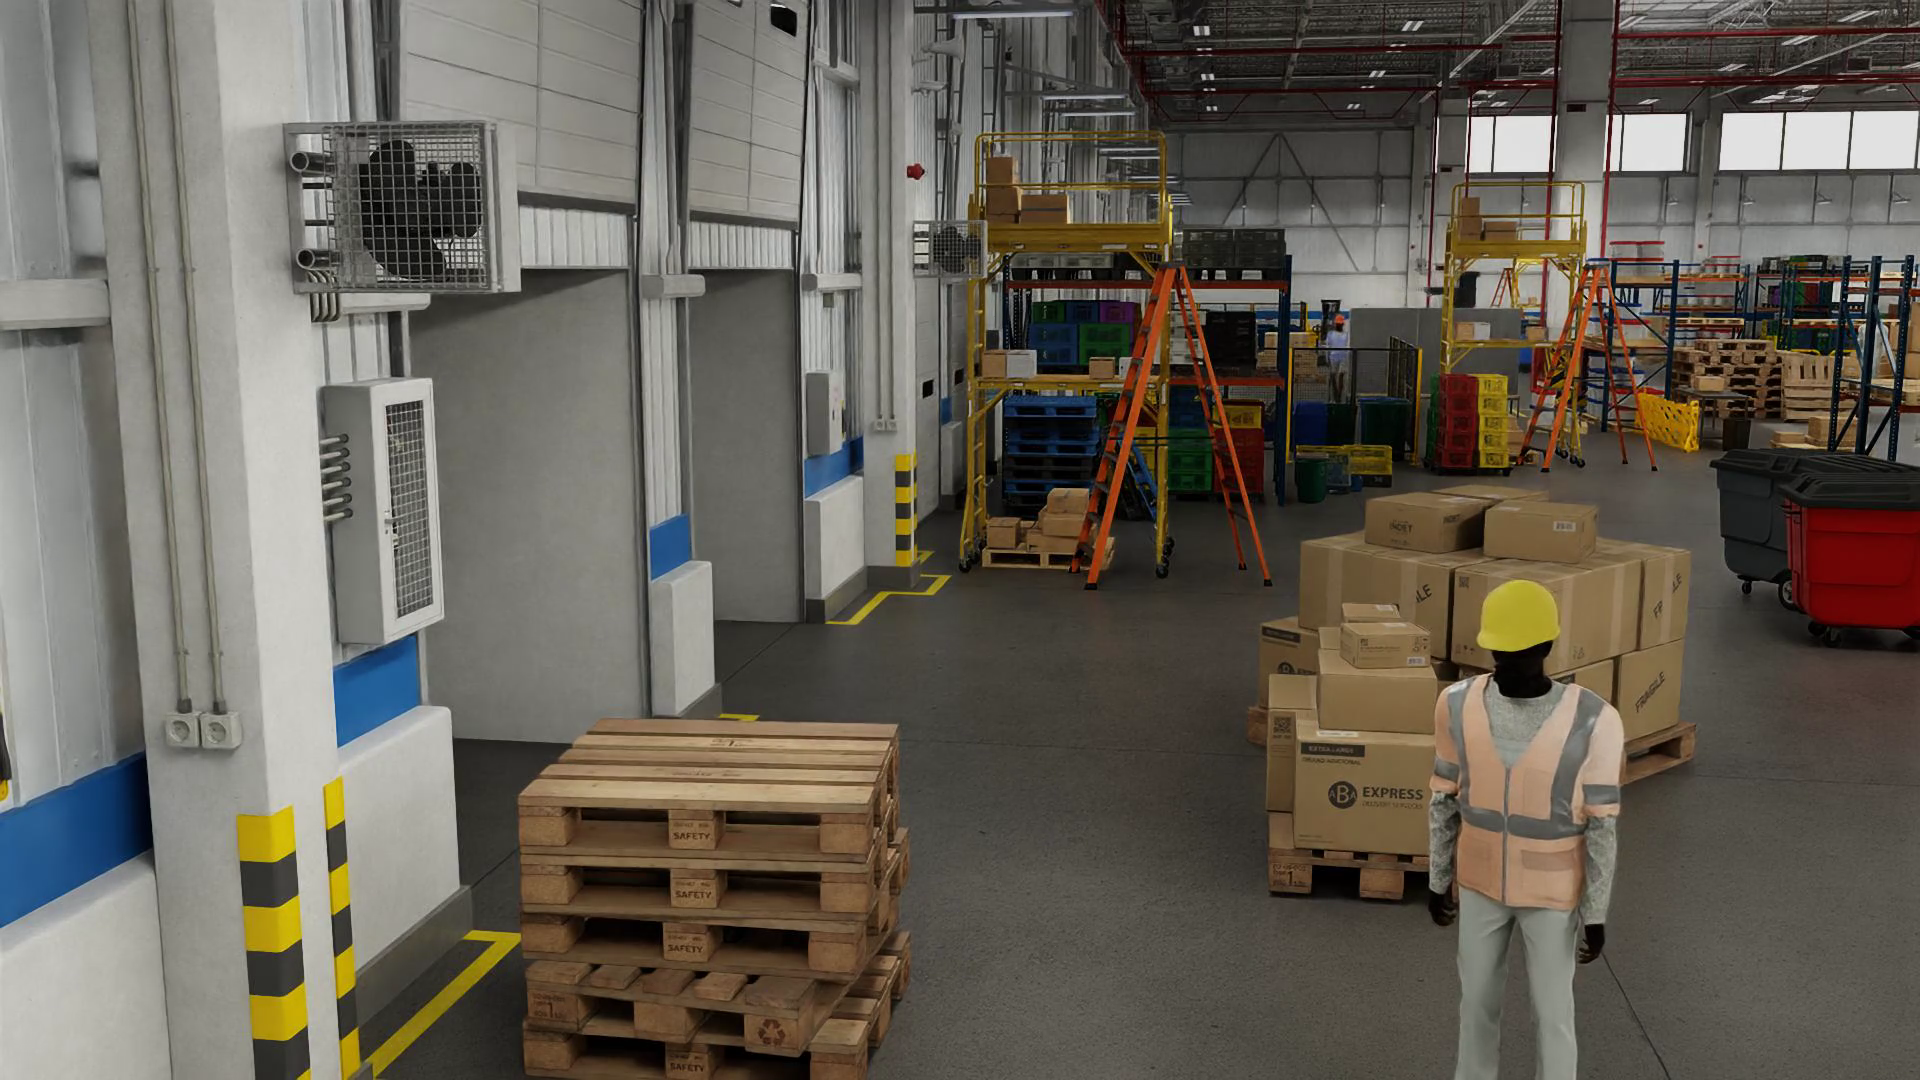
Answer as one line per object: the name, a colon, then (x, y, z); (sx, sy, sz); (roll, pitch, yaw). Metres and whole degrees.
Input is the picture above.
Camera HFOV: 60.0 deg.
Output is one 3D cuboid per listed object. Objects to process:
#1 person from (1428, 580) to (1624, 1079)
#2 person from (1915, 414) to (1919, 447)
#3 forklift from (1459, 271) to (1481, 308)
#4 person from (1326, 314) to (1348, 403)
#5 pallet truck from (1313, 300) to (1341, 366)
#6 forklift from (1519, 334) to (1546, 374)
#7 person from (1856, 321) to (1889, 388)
person: (1.723, 1.064, 5.173); (0.586, 1.918, 0.398); (7, 12, 37)
person: (15.628, -2.345, 26.741); (0.319, 1.739, 0.484); (9, 13, 43)
forklift: (12.710, -5.341, 41.705); (1.873, 2.768, 1.129); (1, 9, 9)
person: (8.164, -3.907, 35.825); (0.545, 1.924, 0.547); (3, 10, 19)
pallet truck: (11.159, -6.200, 49.718); (0.823, 1.965, 1.885); (4, 10, 26)
forklift: (16.283, -5.891, 45.099); (1.873, 2.768, 1.129); (6, 11, 32)
person: (20.630, -4.213, 37.669); (0.627, 1.934, 0.371); (9, 13, 43)
